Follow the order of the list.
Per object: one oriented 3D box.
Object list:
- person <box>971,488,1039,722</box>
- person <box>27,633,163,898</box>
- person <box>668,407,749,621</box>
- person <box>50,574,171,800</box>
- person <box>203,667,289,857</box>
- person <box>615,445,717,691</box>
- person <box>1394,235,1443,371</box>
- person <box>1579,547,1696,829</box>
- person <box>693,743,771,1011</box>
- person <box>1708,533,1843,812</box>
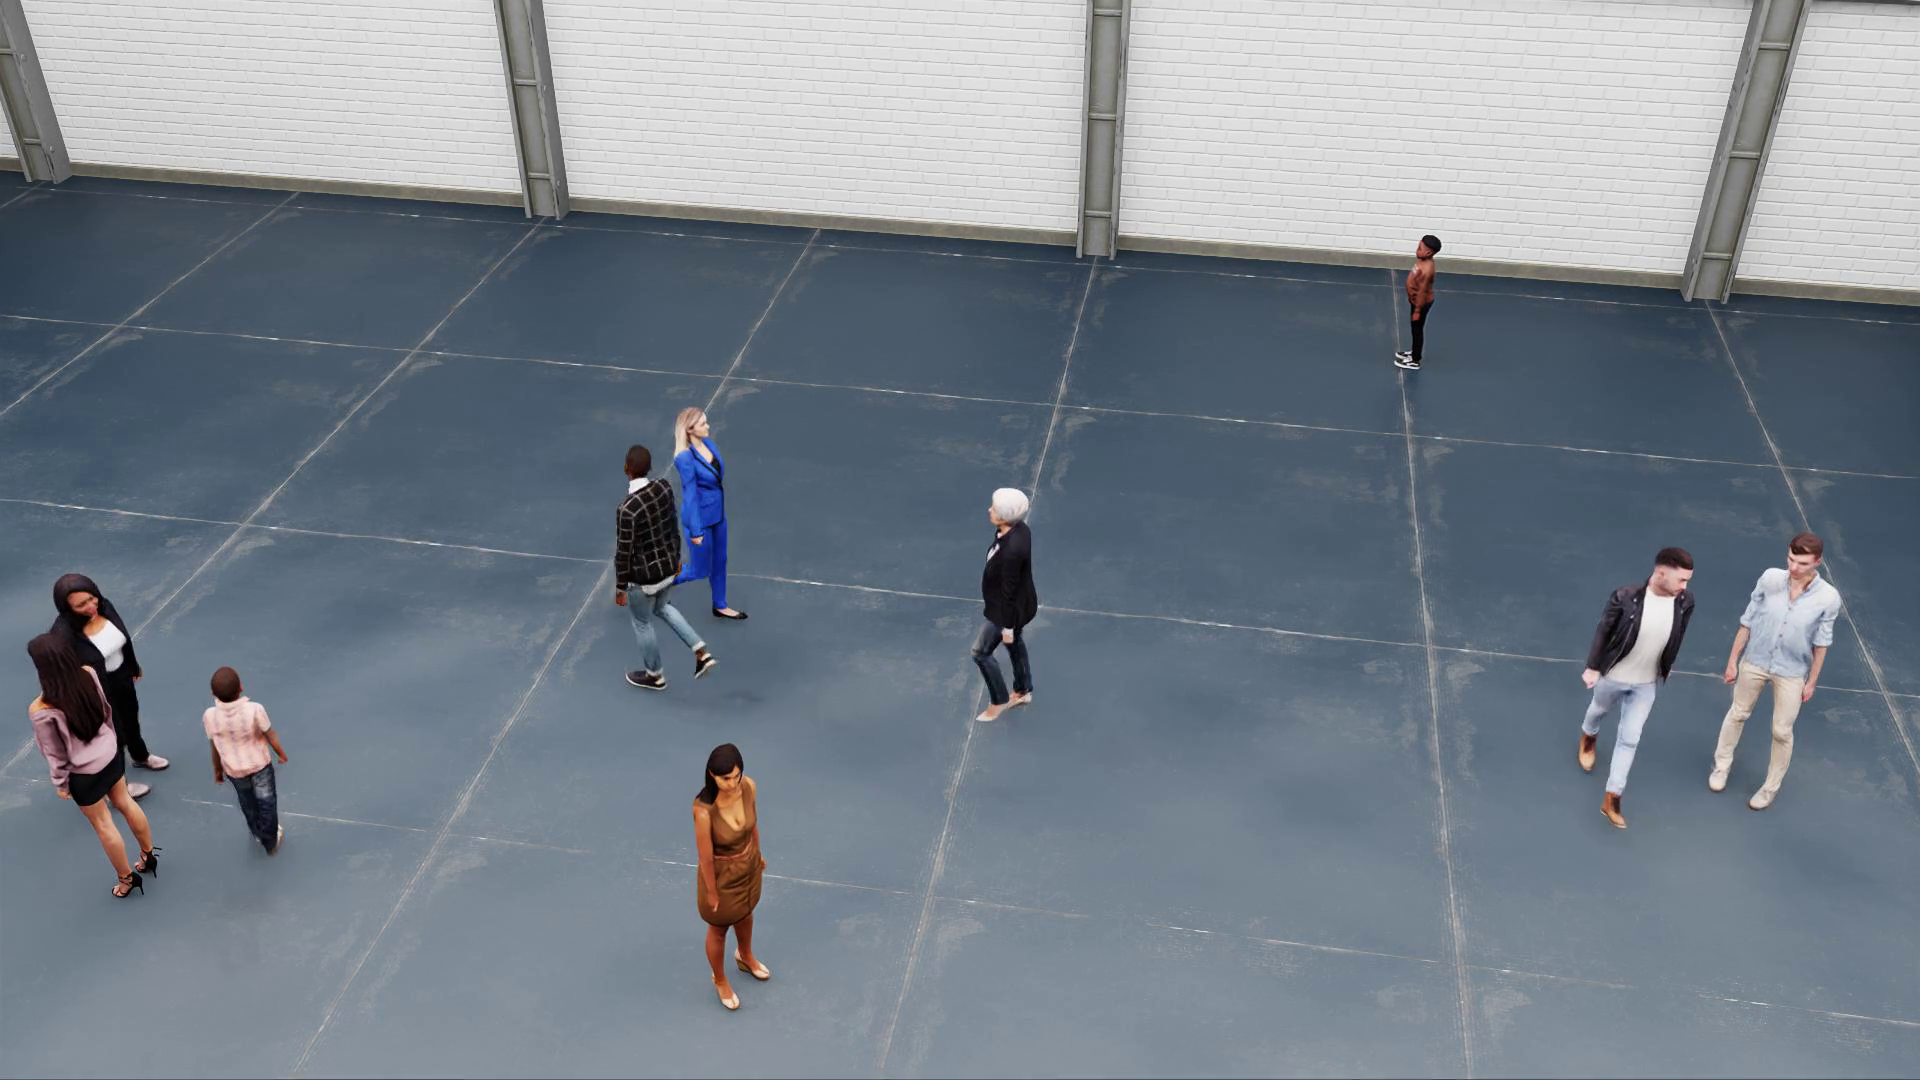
[{"bbox_3d":[0.381,0.393,10.390,0.614,1.768,0.737,6,34,9],"label":"person"},{"bbox_3d":[-4.815,1.256,9.240,0.569,1.812,0.642,10,35,15],"label":"person"},{"bbox_3d":[-1.863,-0.151,11.471,0.904,1.687,0.652,9,35,13],"label":"person"},{"bbox_3d":[-5.199,0.873,10.003,0.656,1.607,0.701,1,34,1],"label":"person"},{"bbox_3d":[-4.130,1.321,9.607,0.601,1.299,0.690,-8,34,-11],"label":"person"},{"bbox_3d":[-1.916,0.239,10.783,1.000,1.799,0.862,14,36,21],"label":"person"},{"bbox_3d":[4.115,-2.128,14.838,0.458,1.253,0.503,6,34,8],"label":"person"},{"bbox_3d":[4.008,0.751,10.025,1.090,1.785,0.800,5,34,7],"label":"person"},{"bbox_3d":[-1.196,1.725,8.650,0.649,1.685,0.639,23,40,31],"label":"person"},{"bbox_3d":[4.904,0.726,10.011,0.745,1.842,0.840,24,40,31],"label":"person"}]
